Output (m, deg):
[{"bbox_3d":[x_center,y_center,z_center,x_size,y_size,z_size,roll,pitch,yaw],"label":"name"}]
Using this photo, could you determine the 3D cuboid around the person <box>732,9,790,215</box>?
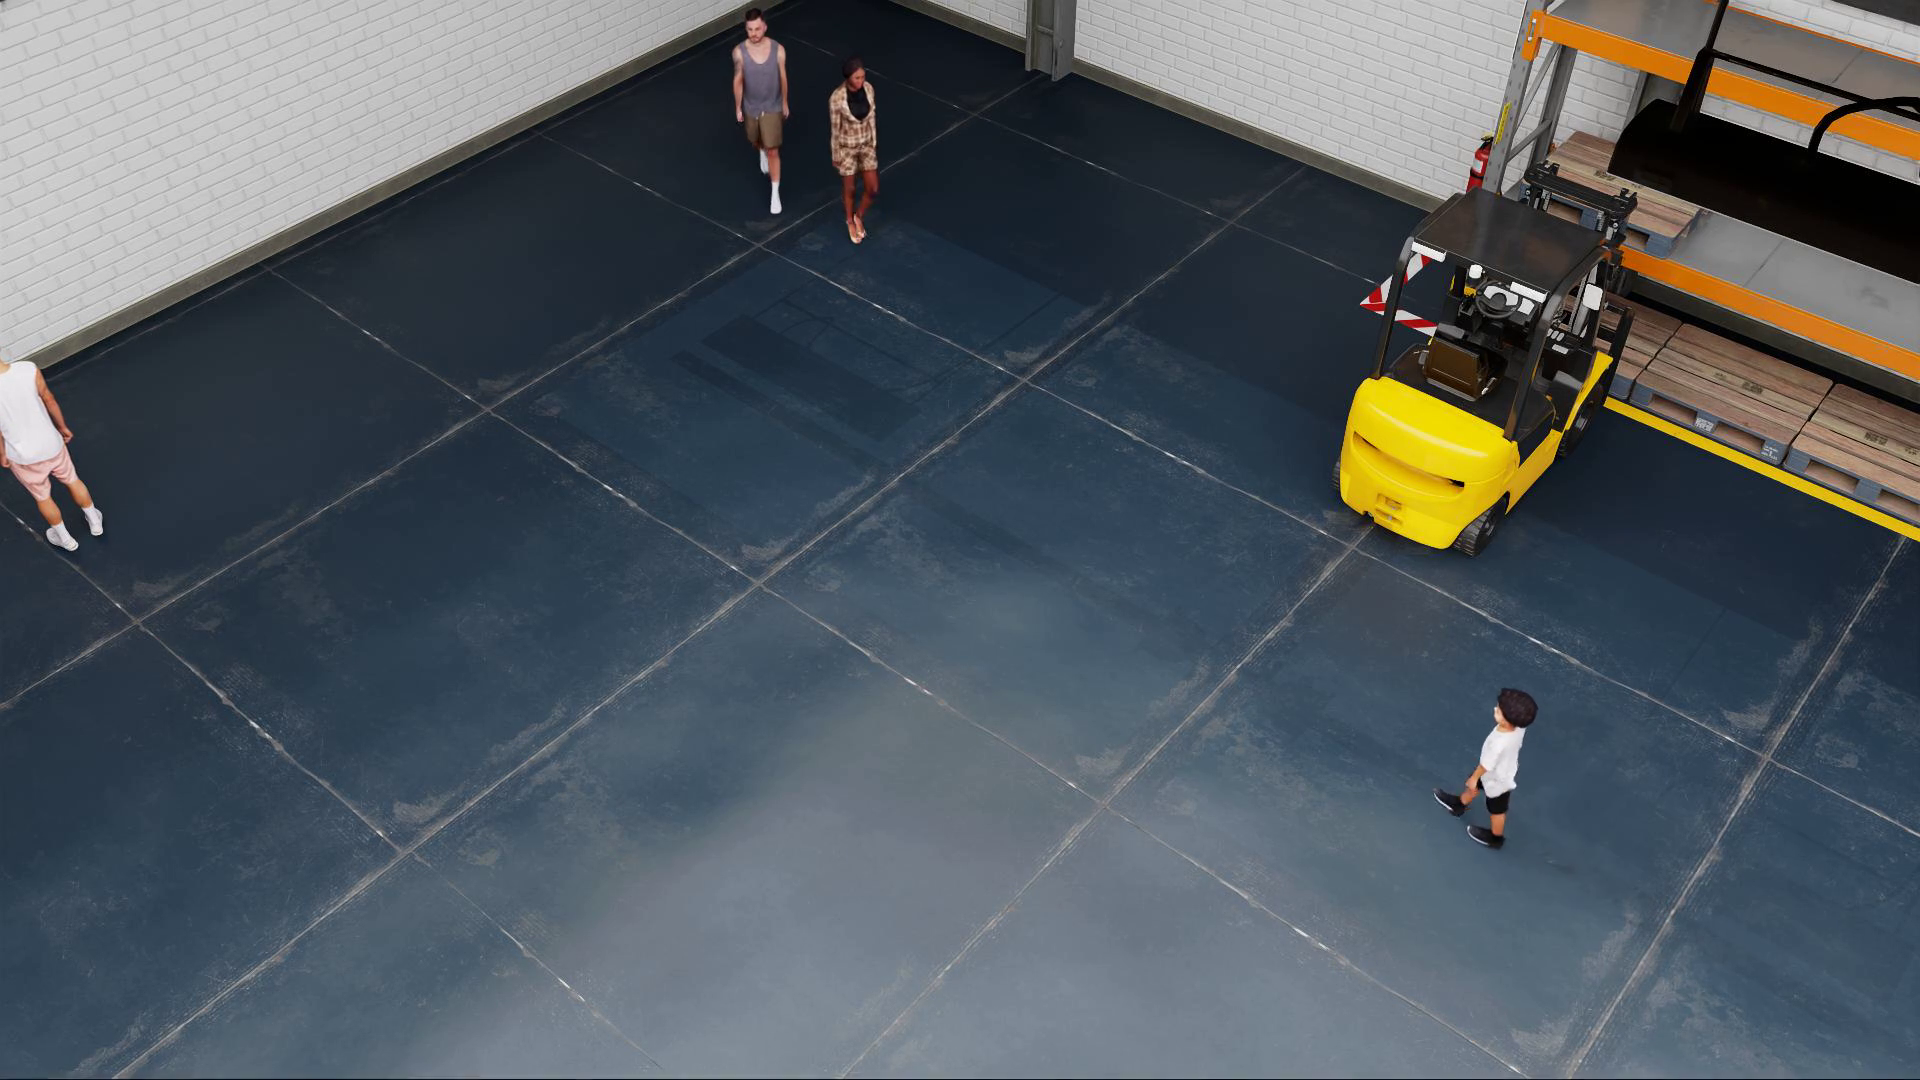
[{"bbox_3d":[-1.743,-3.889,14.772,1.144,1.819,1.197,-2,44,-2],"label":"person"}]

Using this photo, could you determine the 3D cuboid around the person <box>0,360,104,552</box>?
[{"bbox_3d":[-6.362,-0.672,11.389,0.551,1.786,0.646,32,52,29],"label":"person"}]

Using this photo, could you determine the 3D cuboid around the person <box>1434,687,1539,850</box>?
[{"bbox_3d":[3.185,1.357,9.655,0.716,1.239,0.502,29,51,27],"label":"person"}]

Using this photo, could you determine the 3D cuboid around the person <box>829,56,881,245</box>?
[{"bbox_3d":[-0.938,-3.347,14.205,0.705,1.775,0.728,-20,47,-20],"label":"person"}]
